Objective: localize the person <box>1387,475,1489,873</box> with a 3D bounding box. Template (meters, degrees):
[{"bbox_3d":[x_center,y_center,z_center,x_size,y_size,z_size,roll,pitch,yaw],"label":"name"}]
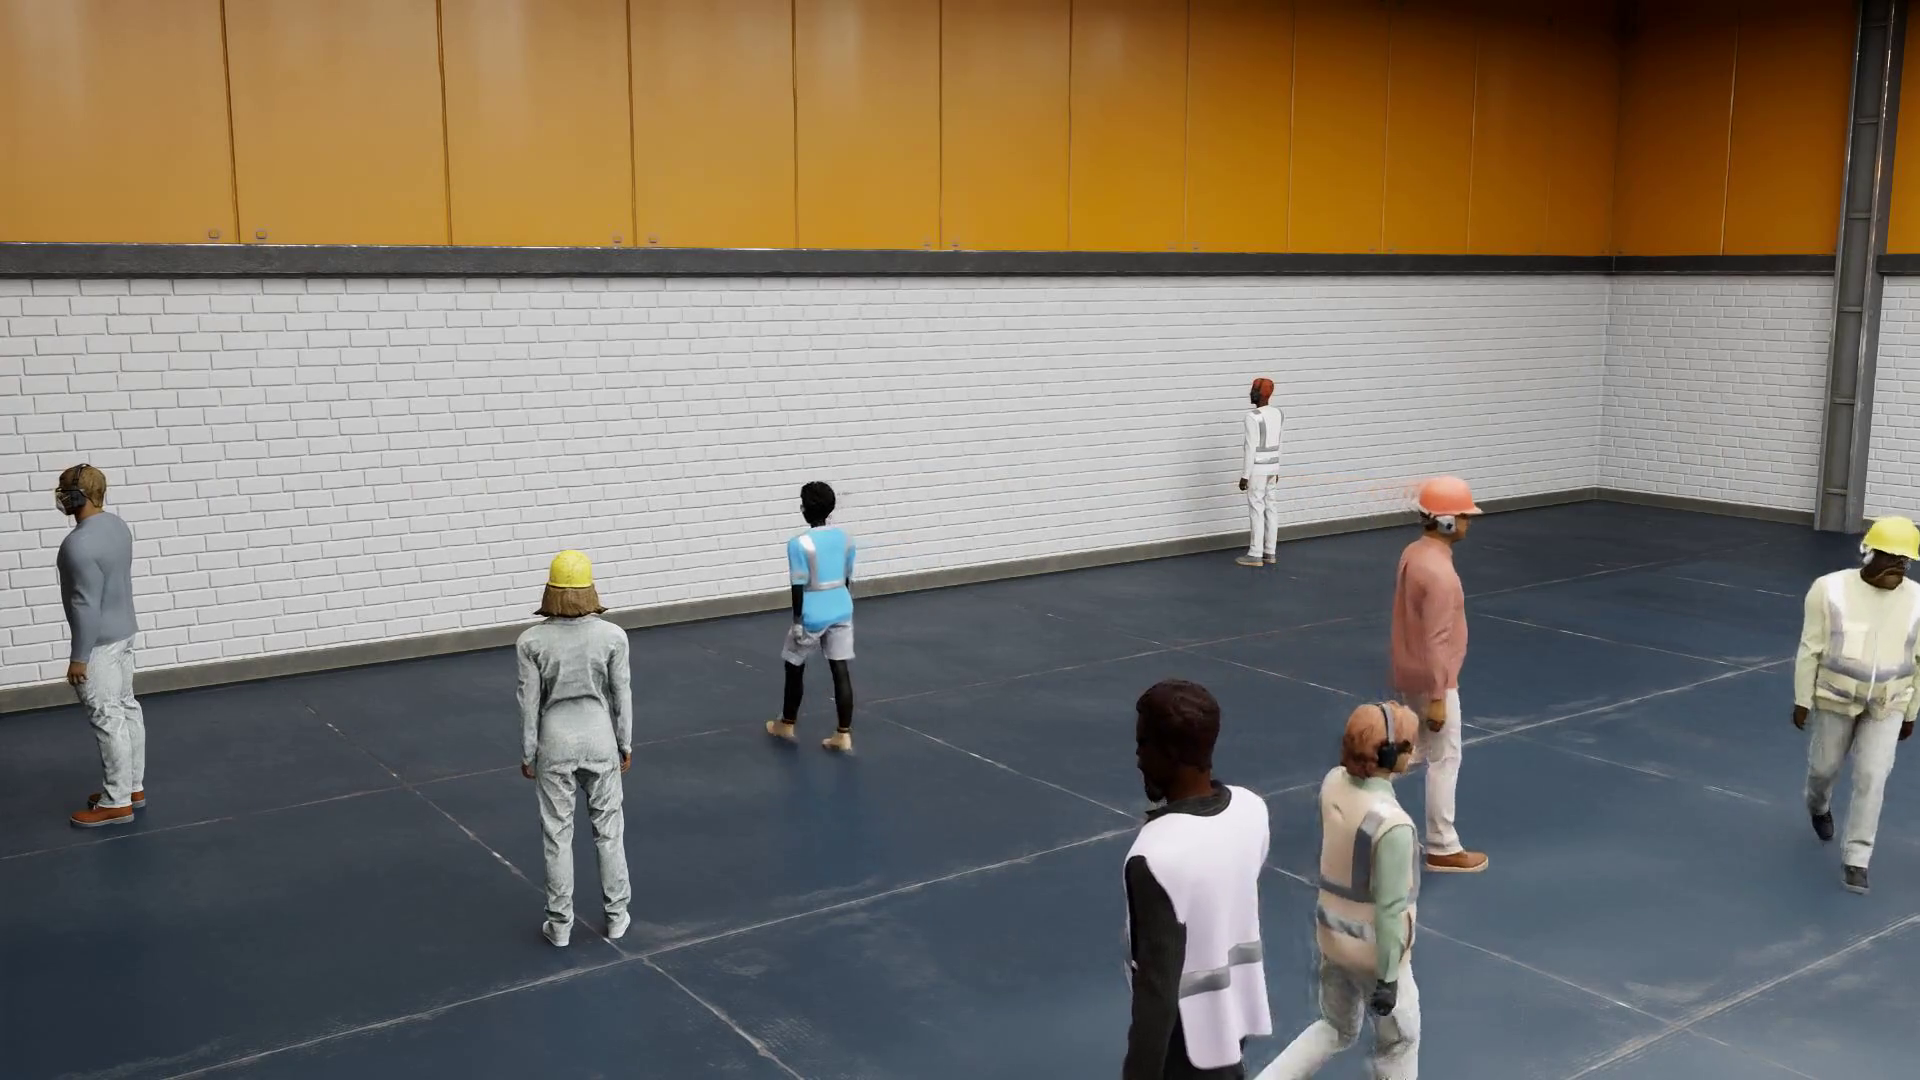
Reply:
[{"bbox_3d":[2.221,0.662,8.099,0.720,1.979,0.628,0,9,-1],"label":"person"}]

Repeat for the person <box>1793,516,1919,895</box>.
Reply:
[{"bbox_3d":[4.379,0.747,8.123,0.600,1.802,0.790,3,10,17],"label":"person"}]

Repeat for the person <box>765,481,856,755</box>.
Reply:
[{"bbox_3d":[-0.921,0.463,10.266,0.546,1.657,0.795,-9,13,-43],"label":"person"}]

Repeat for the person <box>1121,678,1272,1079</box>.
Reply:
[{"bbox_3d":[0.589,1.303,4.339,0.410,1.915,0.610,6,11,35],"label":"person"}]

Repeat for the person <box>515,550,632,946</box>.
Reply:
[{"bbox_3d":[-1.688,0.906,7.311,0.493,1.743,0.314,-3,10,-19],"label":"person"}]

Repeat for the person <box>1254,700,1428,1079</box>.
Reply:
[{"bbox_3d":[1.227,1.296,5.283,0.661,1.617,0.518,-3,10,-15],"label":"person"}]

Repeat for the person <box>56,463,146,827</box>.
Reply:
[{"bbox_3d":[-4.601,0.555,8.881,0.373,1.940,0.628,-2,9,-9],"label":"person"}]

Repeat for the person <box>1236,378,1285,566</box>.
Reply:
[{"bbox_3d":[3.011,-0.682,16.671,0.581,1.884,0.351,-9,13,-44],"label":"person"}]
